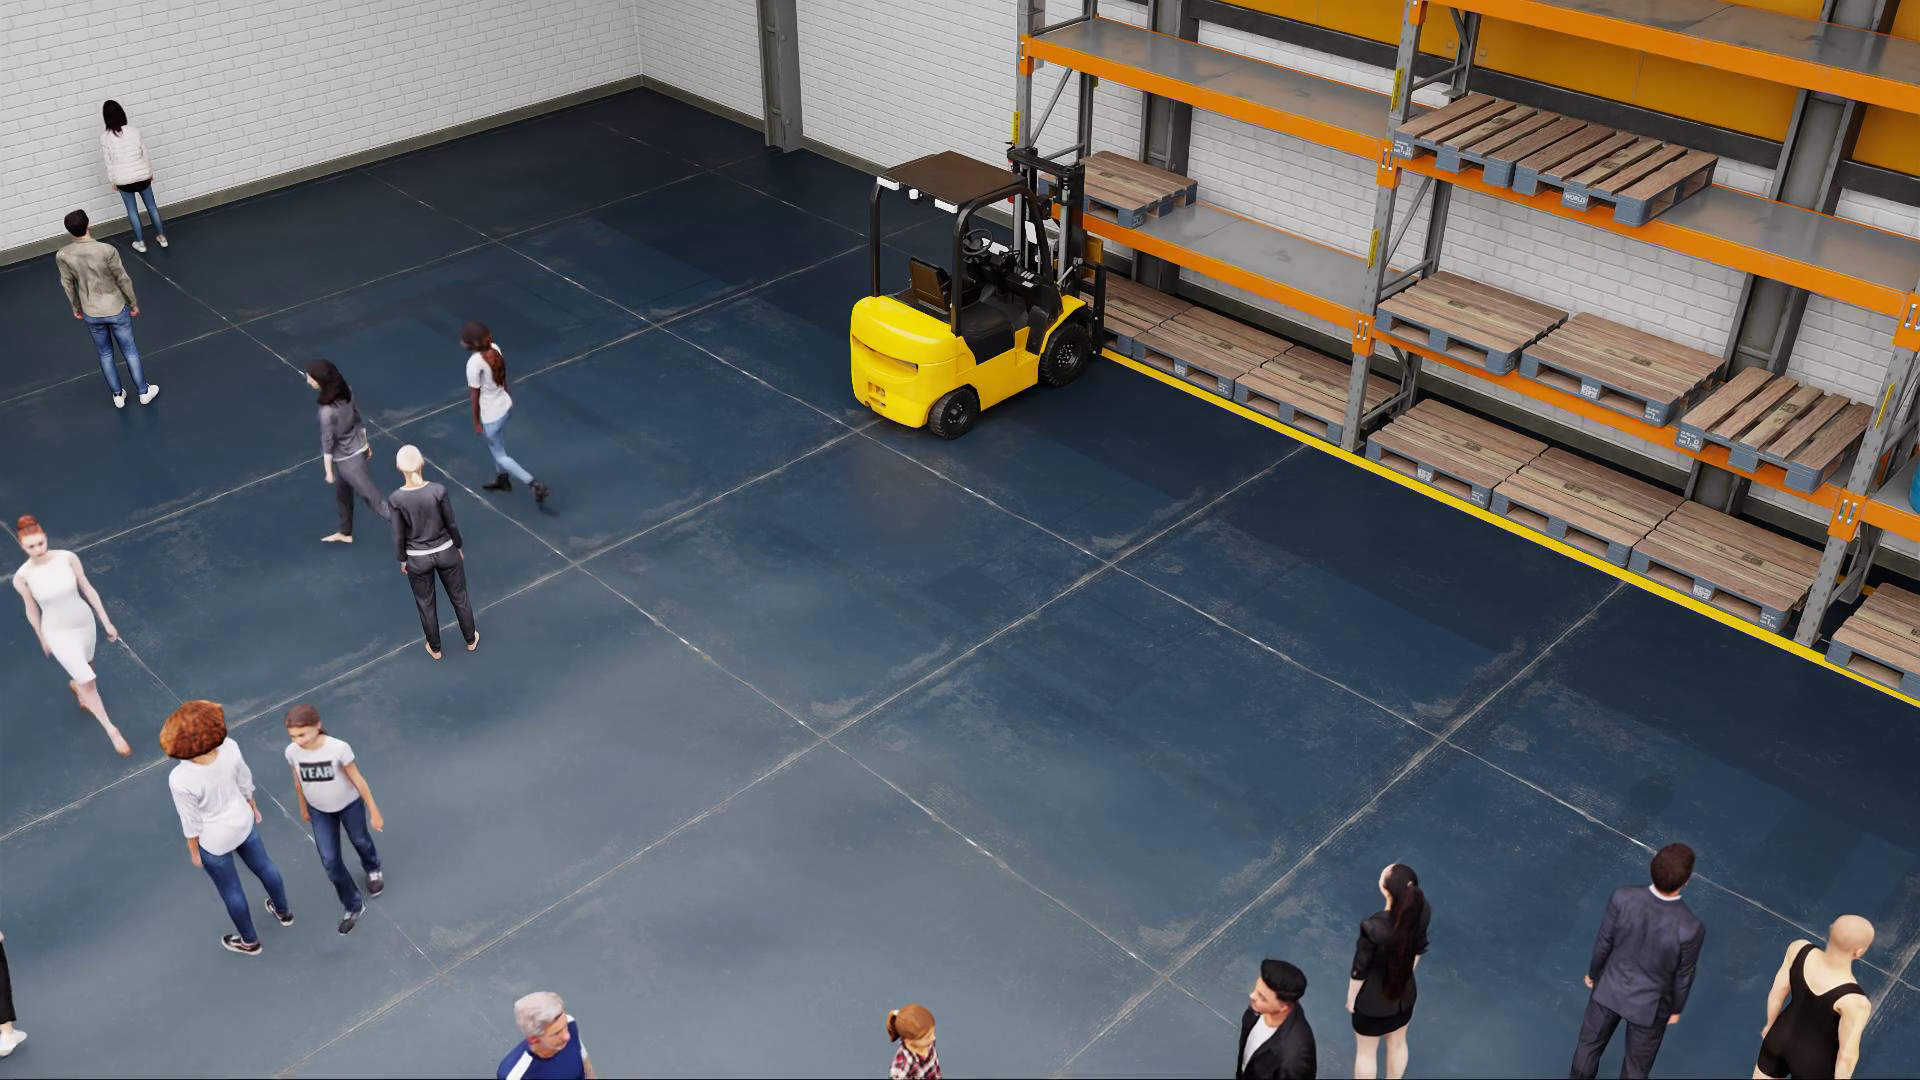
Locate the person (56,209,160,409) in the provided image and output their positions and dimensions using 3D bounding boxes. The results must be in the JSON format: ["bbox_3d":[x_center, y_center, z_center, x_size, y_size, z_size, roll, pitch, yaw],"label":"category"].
[{"bbox_3d":[-7.669,-2.062,14.896,0.793,1.865,0.780,-8,34,-12],"label":"person"}]

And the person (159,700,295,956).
[{"bbox_3d":[-4.188,1.632,9.476,0.682,1.711,0.705,18,38,25],"label":"person"}]

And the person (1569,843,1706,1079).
[{"bbox_3d":[3.398,2.266,8.382,0.554,1.868,0.717,24,41,32],"label":"person"}]

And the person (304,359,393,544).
[{"bbox_3d":[-4.603,-0.590,12.823,1.232,1.708,1.061,6,34,9],"label":"person"}]

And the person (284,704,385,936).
[{"bbox_3d":[-3.682,1.516,9.811,0.925,1.534,1.000,-5,34,-7],"label":"person"}]

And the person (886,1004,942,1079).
[{"bbox_3d":[-0.231,2.748,8.166,0.592,1.304,0.581,16,37,22],"label":"person"}]

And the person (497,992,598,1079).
[{"bbox_3d":[-1.949,2.728,7.729,0.793,1.820,0.763,12,36,18],"label":"person"}]

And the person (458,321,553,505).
[{"bbox_3d":[-3.707,-0.994,13.448,1.083,1.688,0.958,10,35,14],"label":"person"}]

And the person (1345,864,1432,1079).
[{"bbox_3d":[2.175,2.316,8.464,0.666,1.693,0.666,-13,36,-19],"label":"person"}]

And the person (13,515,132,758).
[{"bbox_3d":[-5.917,0.577,11.029,1.078,1.750,0.627,27,42,34],"label":"person"}]

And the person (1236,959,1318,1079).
[{"bbox_3d":[1.496,2.629,7.892,0.847,1.804,0.769,-2,34,-3],"label":"person"}]

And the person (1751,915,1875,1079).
[{"bbox_3d":[4.079,2.497,8.084,0.766,1.812,0.601,-12,36,-18],"label":"person"}]

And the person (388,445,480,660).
[{"bbox_3d":[-3.752,0.081,11.795,0.672,1.728,0.650,-13,36,-18],"label":"person"}]

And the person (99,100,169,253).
[{"bbox_3d":[-8.919,-3.922,17.902,0.634,1.634,0.582,-24,40,-31],"label":"person"}]
